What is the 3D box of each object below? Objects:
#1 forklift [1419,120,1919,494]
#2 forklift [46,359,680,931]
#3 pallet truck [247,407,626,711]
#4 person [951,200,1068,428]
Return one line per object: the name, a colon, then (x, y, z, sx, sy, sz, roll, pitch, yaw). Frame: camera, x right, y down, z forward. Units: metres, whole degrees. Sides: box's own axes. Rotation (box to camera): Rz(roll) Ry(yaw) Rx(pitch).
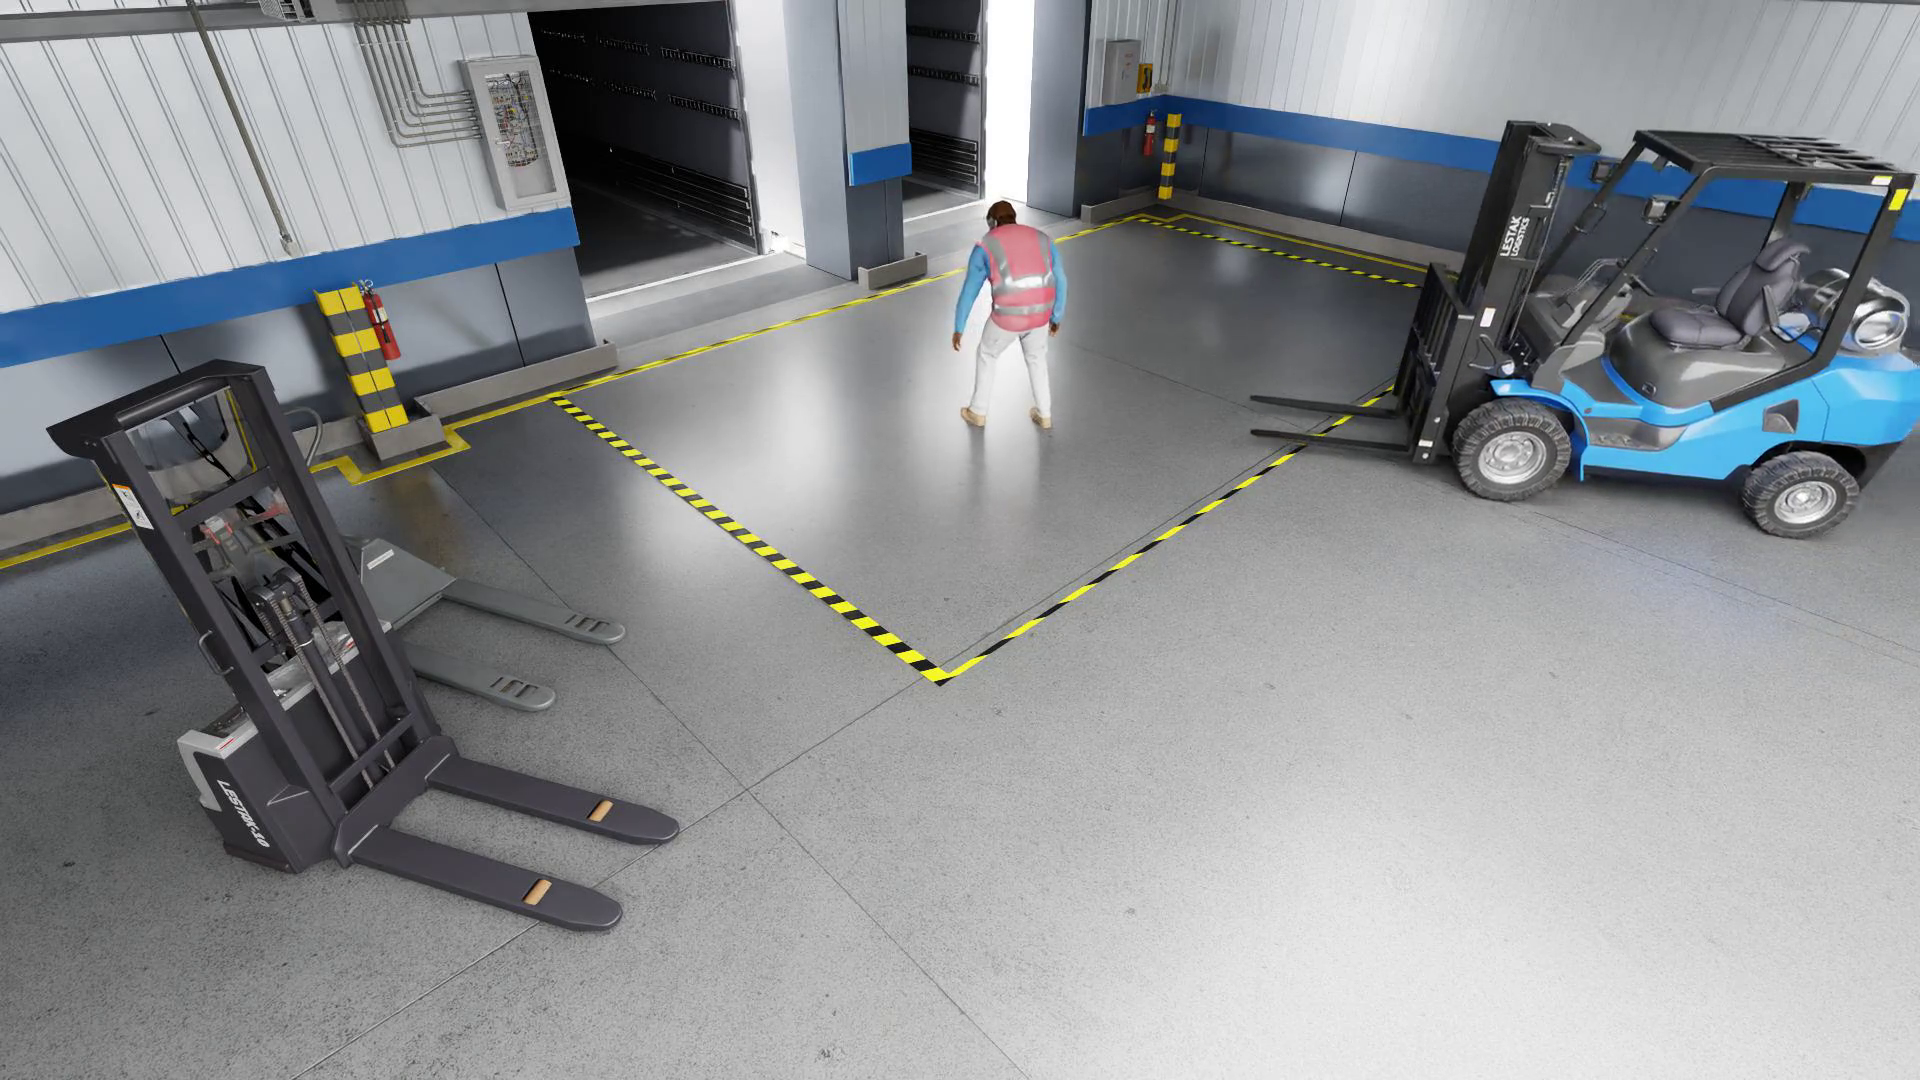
forklift: (4.490, -1.450, 5.791, 2.680, 2.036, 1.157, 8, 35, 12)
forklift: (-2.135, 0.422, 3.354, 1.885, 1.965, 0.823, 10, 35, 14)
pallet truck: (-2.628, 0.038, 4.590, 1.601, 1.201, 0.680, 12, 36, 18)
person: (0.340, -1.619, 6.742, 0.861, 1.574, 0.779, -13, 36, -18)
